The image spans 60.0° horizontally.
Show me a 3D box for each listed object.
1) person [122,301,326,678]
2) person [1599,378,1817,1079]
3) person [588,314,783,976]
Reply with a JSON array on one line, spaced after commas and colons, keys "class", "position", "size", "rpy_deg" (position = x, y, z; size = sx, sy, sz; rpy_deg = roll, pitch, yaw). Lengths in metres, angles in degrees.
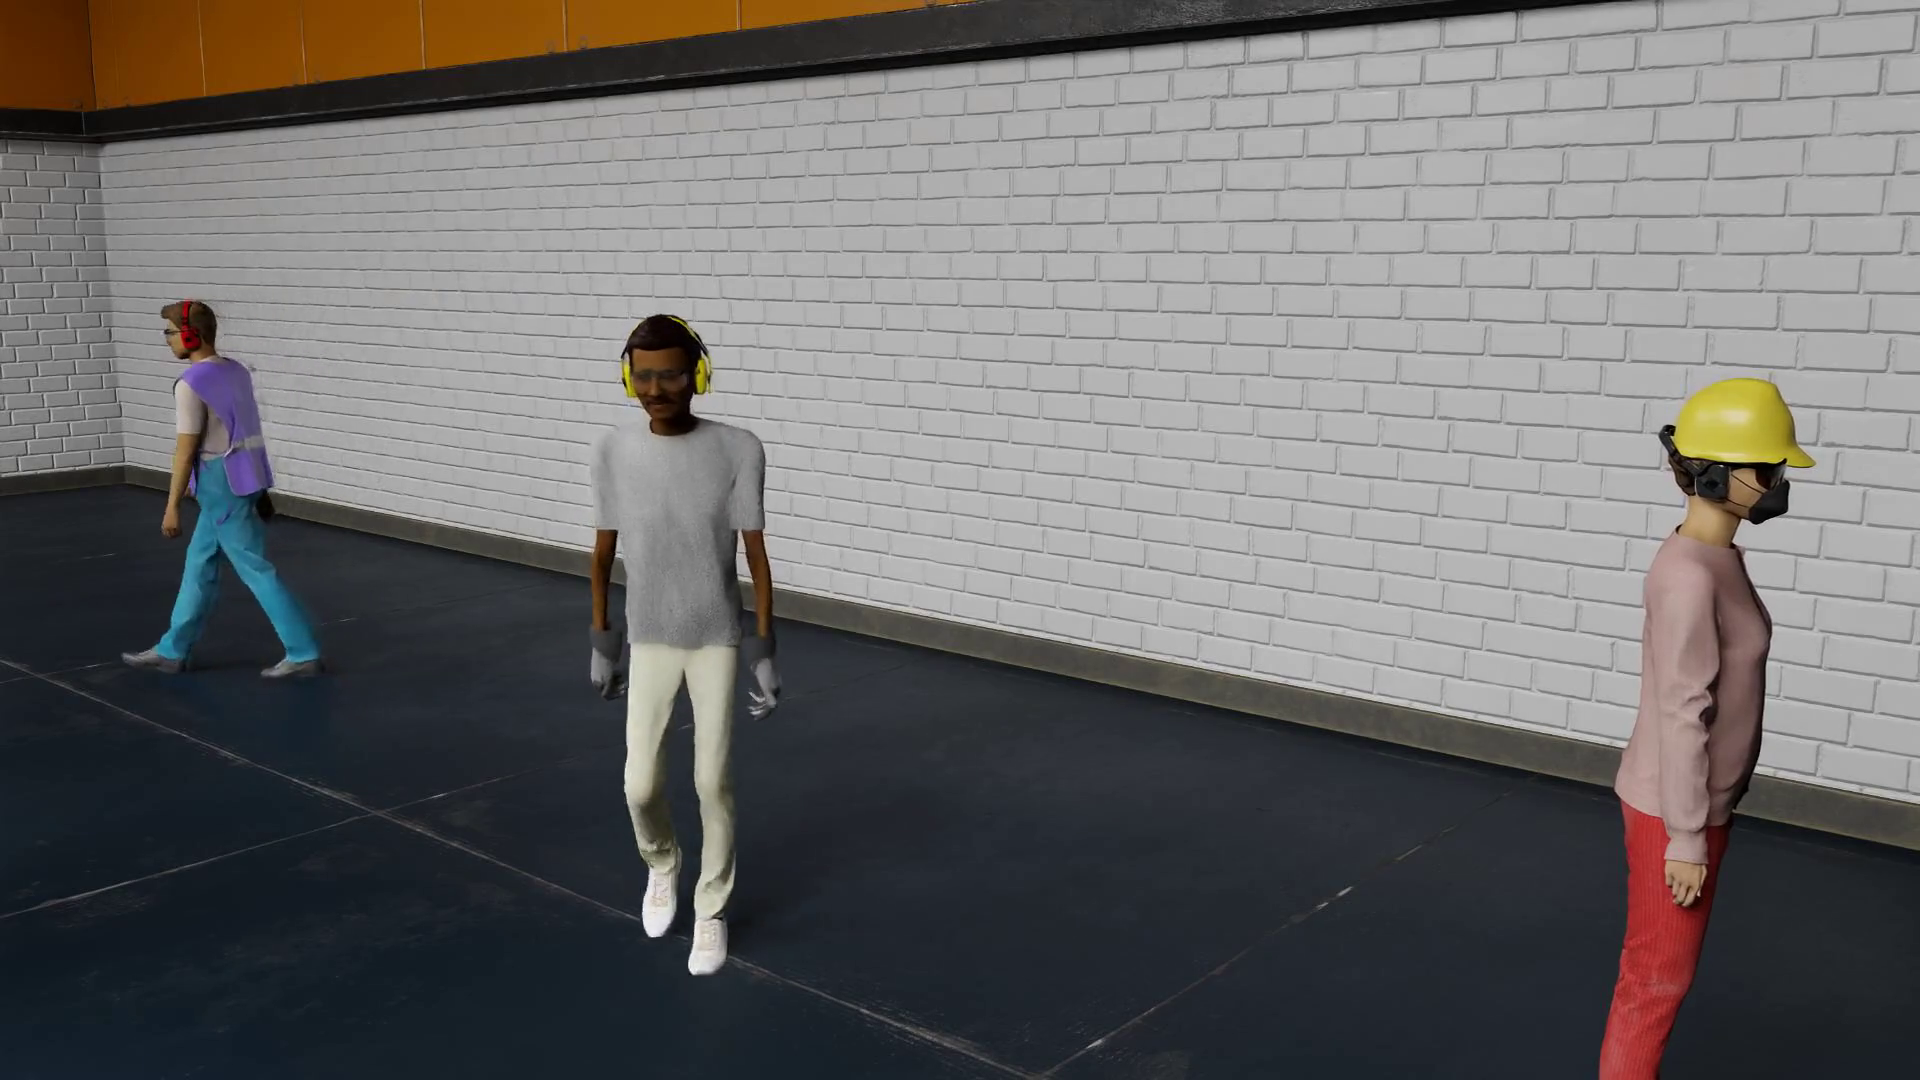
[{"class": "person", "position": [-3.472, -0.216, 7.754], "size": [0.992, 1.780, 0.567], "rpy_deg": [-1, 10, -3]}, {"class": "person", "position": [1.529, 0.549, 3.438], "size": [0.320, 1.767, 0.534], "rpy_deg": [5, 11, 27]}, {"class": "person", "position": [-0.770, 0.299, 4.632], "size": [0.546, 1.850, 0.413], "rpy_deg": [-1, 10, -4]}]
